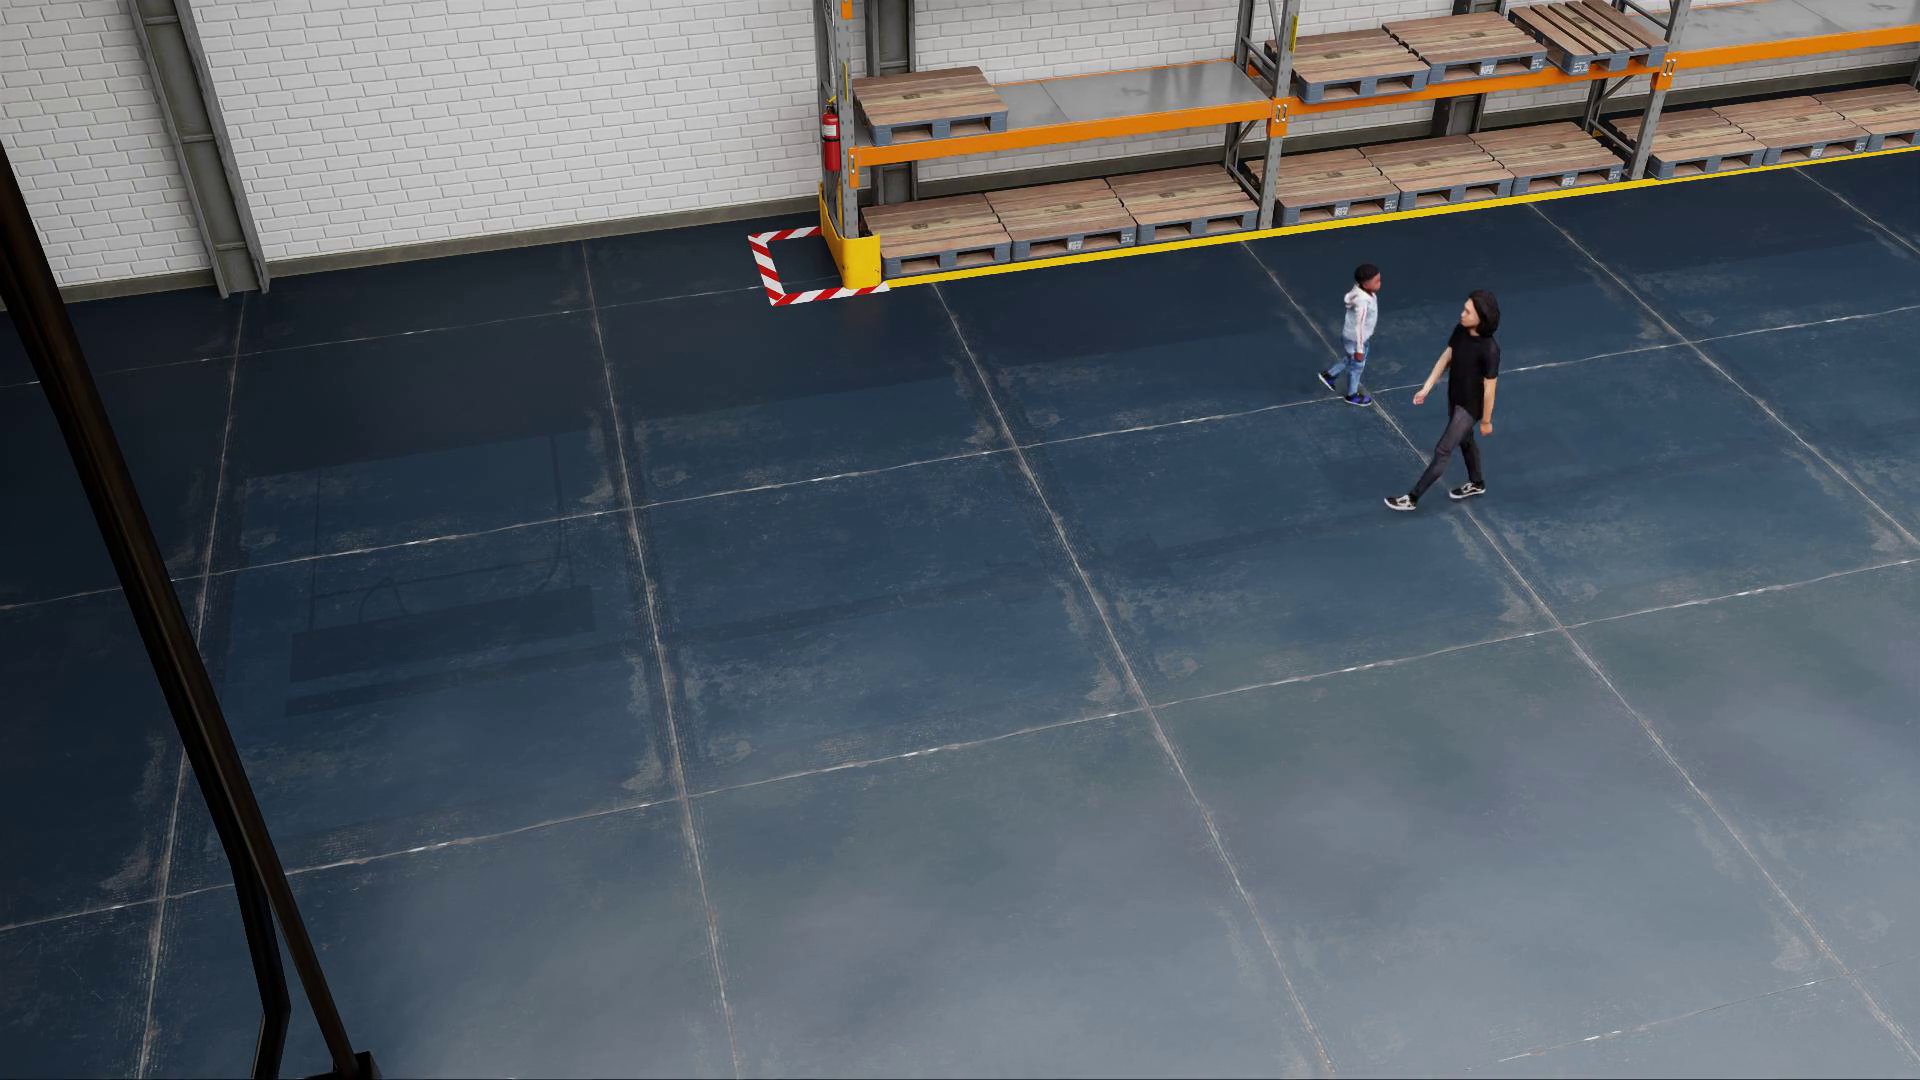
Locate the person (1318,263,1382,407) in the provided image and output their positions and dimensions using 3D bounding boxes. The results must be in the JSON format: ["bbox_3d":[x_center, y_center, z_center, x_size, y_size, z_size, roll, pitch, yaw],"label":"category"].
[{"bbox_3d":[3.099,-1.640,13.164,0.756,1.251,0.646,7,39,9],"label":"person"}]

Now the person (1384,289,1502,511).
[{"bbox_3d":[3.709,-1.002,11.925,1.100,1.802,0.702,-6,39,-7],"label":"person"}]
